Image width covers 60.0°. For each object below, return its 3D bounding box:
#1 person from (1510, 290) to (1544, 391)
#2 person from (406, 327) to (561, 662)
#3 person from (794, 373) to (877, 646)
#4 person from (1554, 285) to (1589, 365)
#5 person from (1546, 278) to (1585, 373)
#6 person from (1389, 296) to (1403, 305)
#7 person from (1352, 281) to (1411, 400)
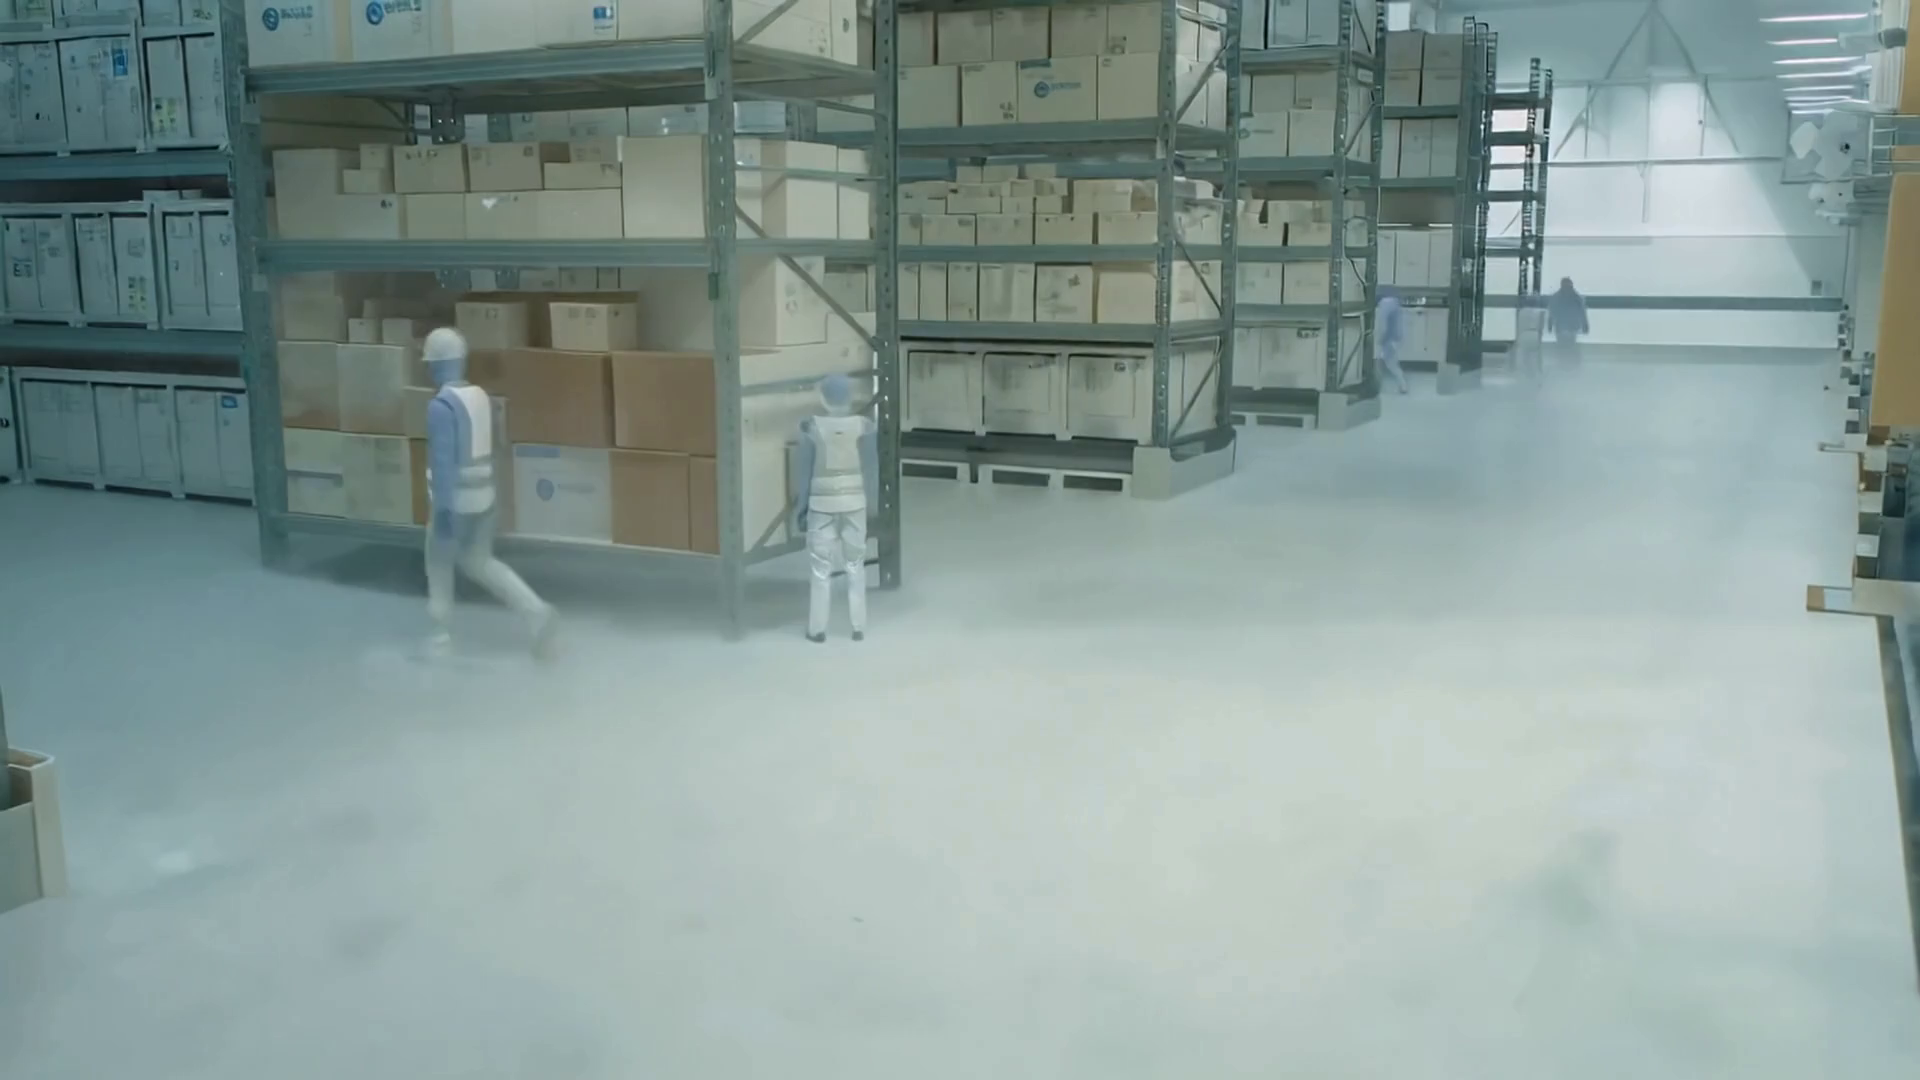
[{"bbox_3d":[9.670,-3.391,28.290,0.500,1.691,0.925,-1,10,-4],"label":"person"},{"bbox_3d":[-2.753,-0.244,9.462,0.808,1.925,0.622,2,10,10],"label":"person"},{"bbox_3d":[-0.731,-0.179,9.897,0.520,1.630,0.321,-4,11,-23],"label":"person"},{"bbox_3d":[12.712,-4.476,34.584,0.654,1.689,0.898,2,10,12],"label":"person"},{"bbox_3d":[11.861,-4.194,32.554,0.665,1.839,1.036,9,13,43],"label":"person"},{"bbox_3d":[8.538,-4.286,32.848,0.697,1.919,0.560,4,11,22],"label":"person"},{"bbox_3d":[6.725,-3.160,26.446,1.053,1.878,0.638,4,11,22],"label":"person"}]
